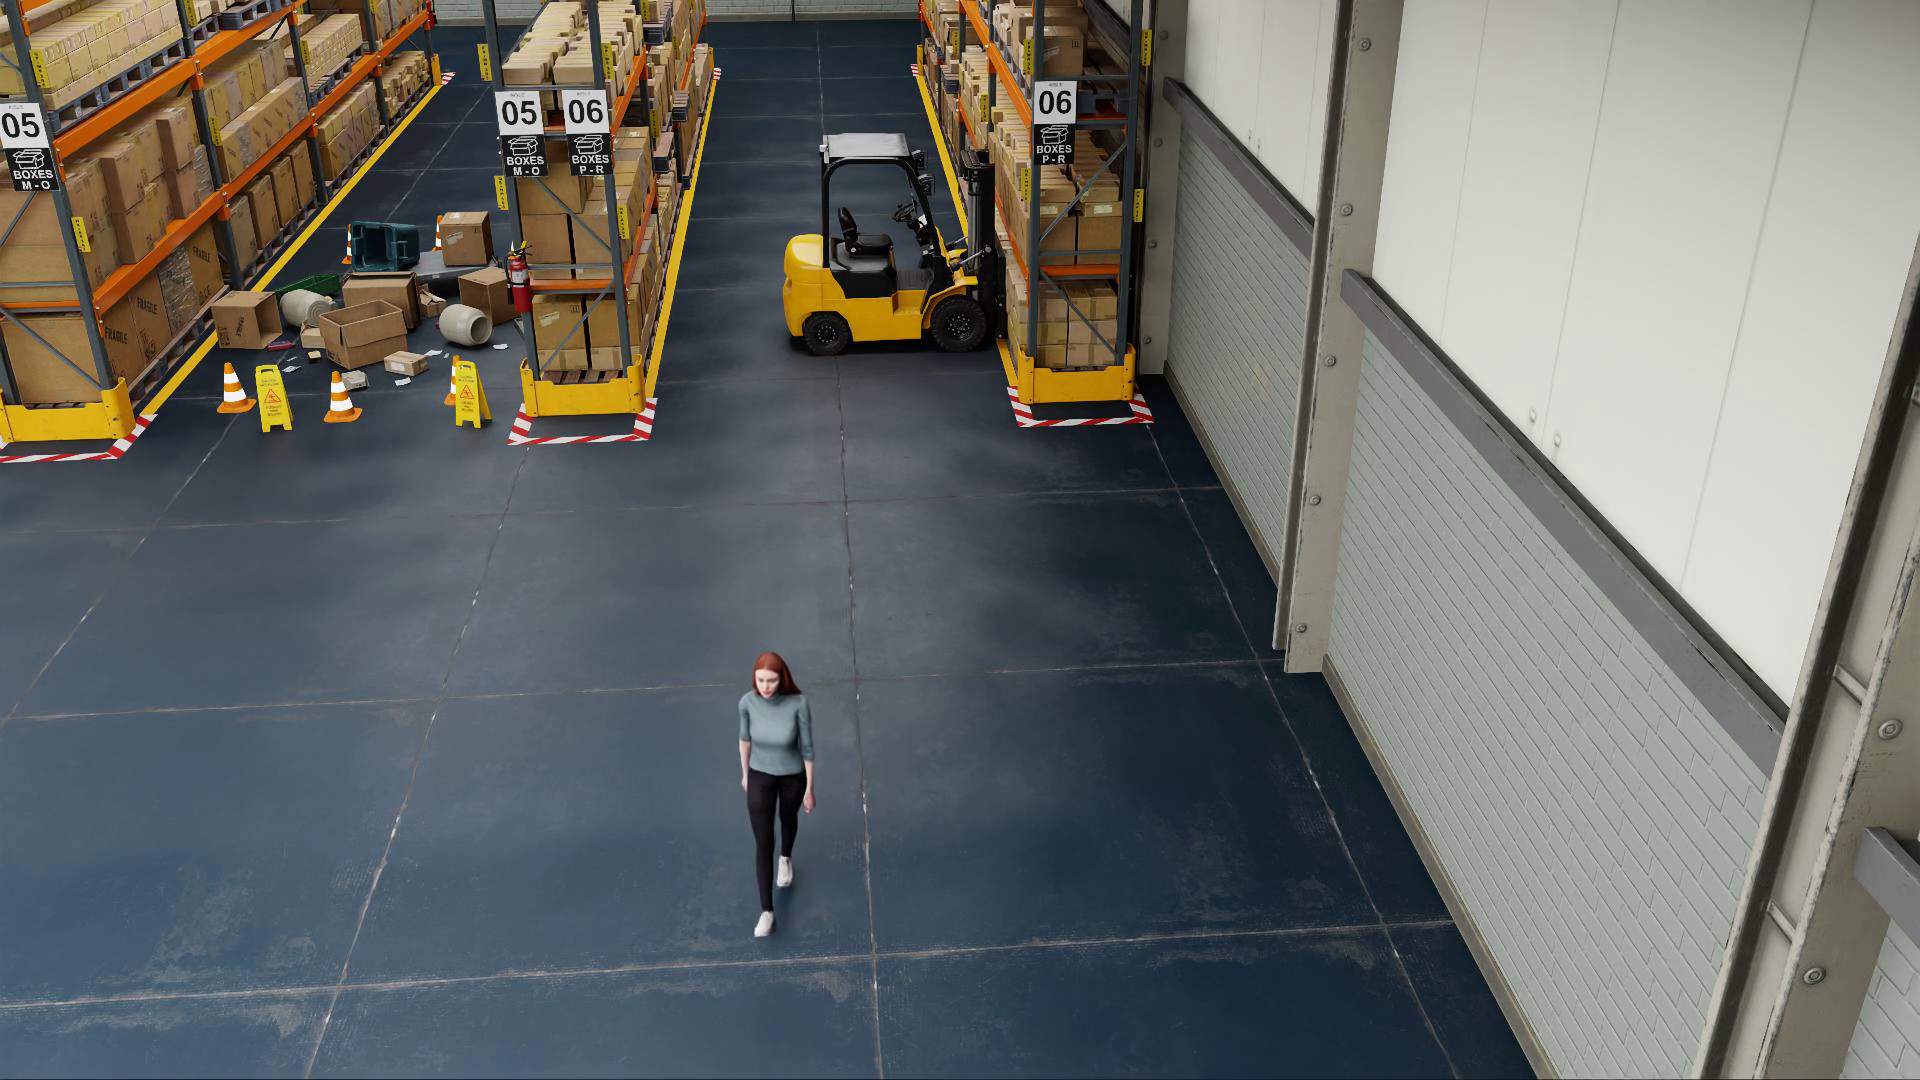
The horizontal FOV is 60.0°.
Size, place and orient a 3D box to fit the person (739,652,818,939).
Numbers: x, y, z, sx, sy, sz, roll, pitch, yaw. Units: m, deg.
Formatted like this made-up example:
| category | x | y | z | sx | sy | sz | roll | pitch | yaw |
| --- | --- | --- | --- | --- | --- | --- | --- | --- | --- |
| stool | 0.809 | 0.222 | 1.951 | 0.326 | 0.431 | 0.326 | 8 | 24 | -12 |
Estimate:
| category | x | y | z | sx | sy | sz | roll | pitch | yaw |
| --- | --- | --- | --- | --- | --- | --- | --- | --- | --- |
| person | -1.040 | 1.364 | 9.678 | 0.702 | 1.703 | 1.119 | 1 | 27 | 2 |
